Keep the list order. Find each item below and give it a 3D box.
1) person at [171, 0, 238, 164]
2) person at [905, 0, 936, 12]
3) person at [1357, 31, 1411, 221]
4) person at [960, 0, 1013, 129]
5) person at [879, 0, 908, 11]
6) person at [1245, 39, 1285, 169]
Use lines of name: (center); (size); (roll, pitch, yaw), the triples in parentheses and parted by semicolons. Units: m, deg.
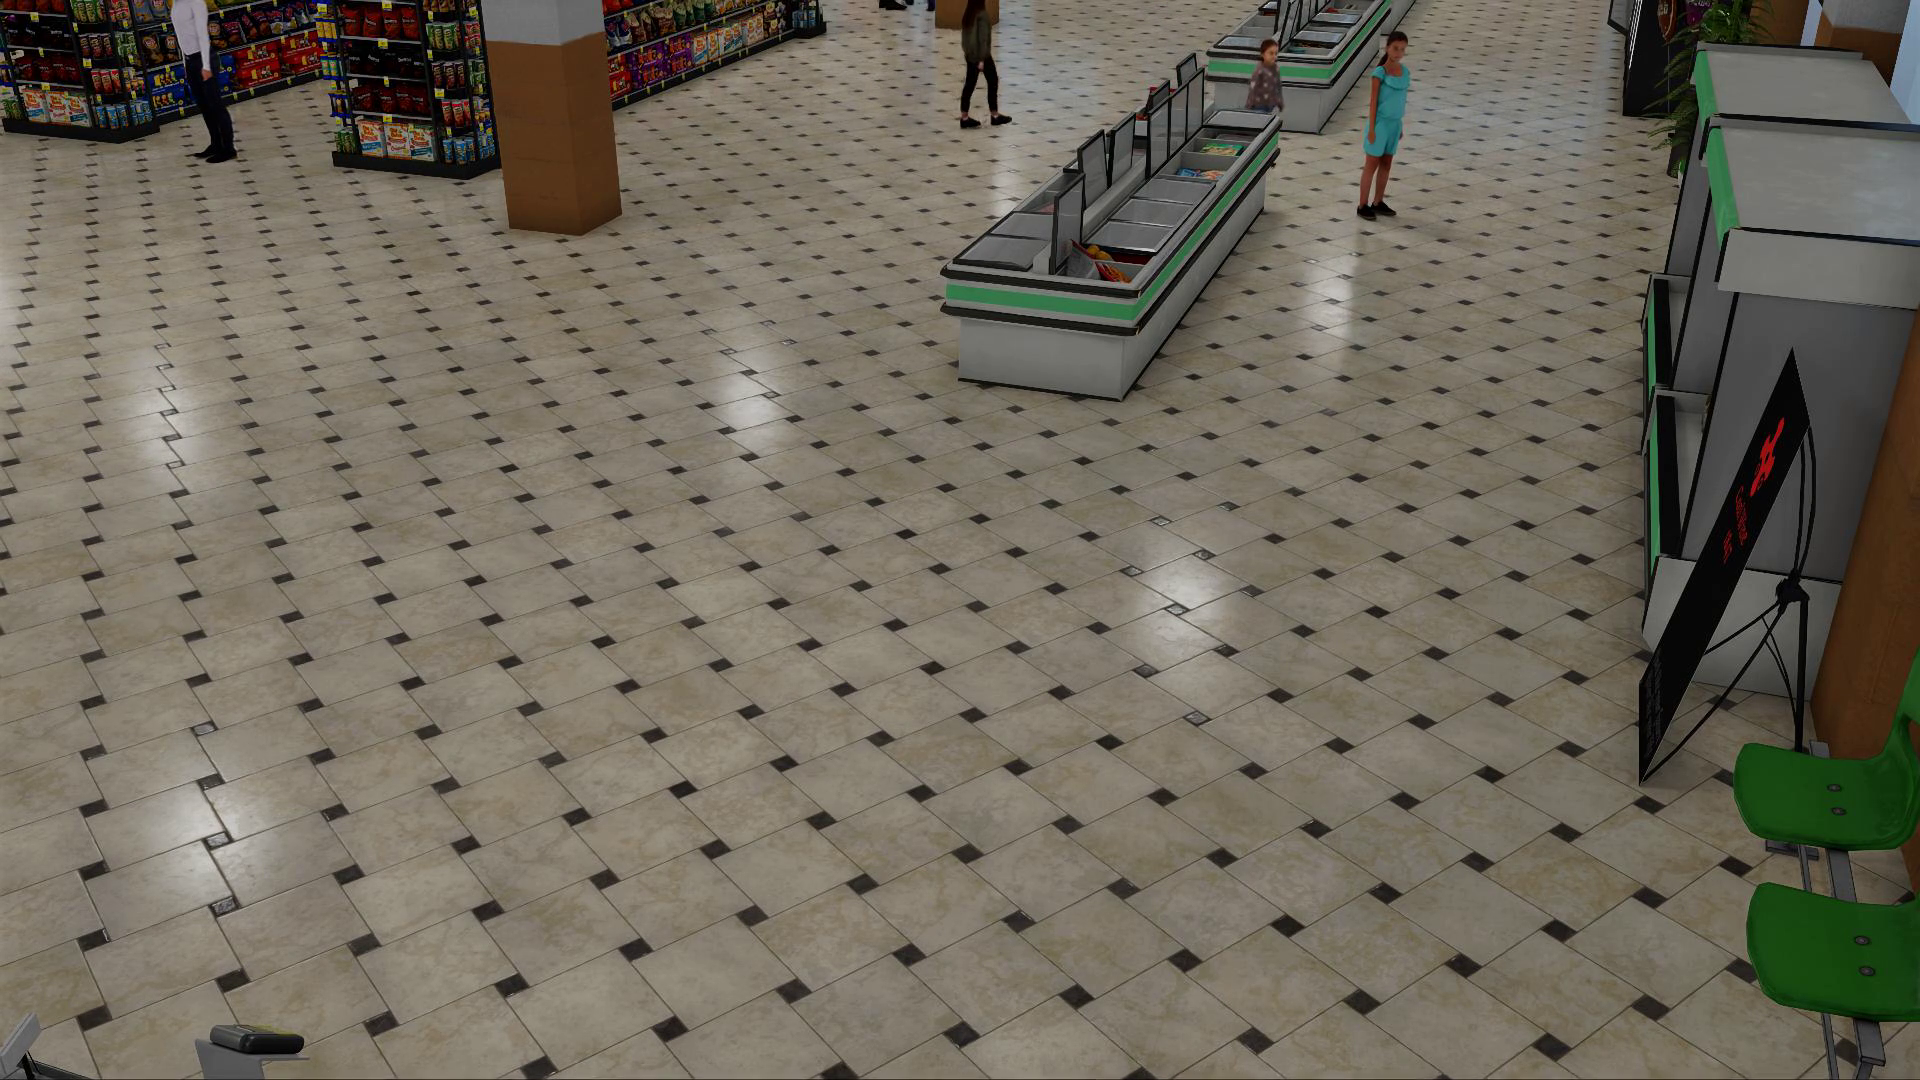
person: (-7.230, -4.569, 15.858); (0.680, 1.860, 0.682); (20, 33, 34)
person: (-0.613, -8.504, 23.687); (0.835, 1.797, 0.944); (0, 27, 0)
person: (3.612, -3.533, 14.150); (0.639, 1.558, 0.705); (-14, 30, -25)
person: (0.123, -4.958, 17.074); (0.899, 1.455, 0.830); (-14, 30, -25)
person: (-1.020, -8.561, 23.692); (0.796, 1.896, 0.735); (-12, 29, -22)
person: (2.843, -4.140, 15.767); (0.751, 1.177, 0.795); (-14, 30, -26)
